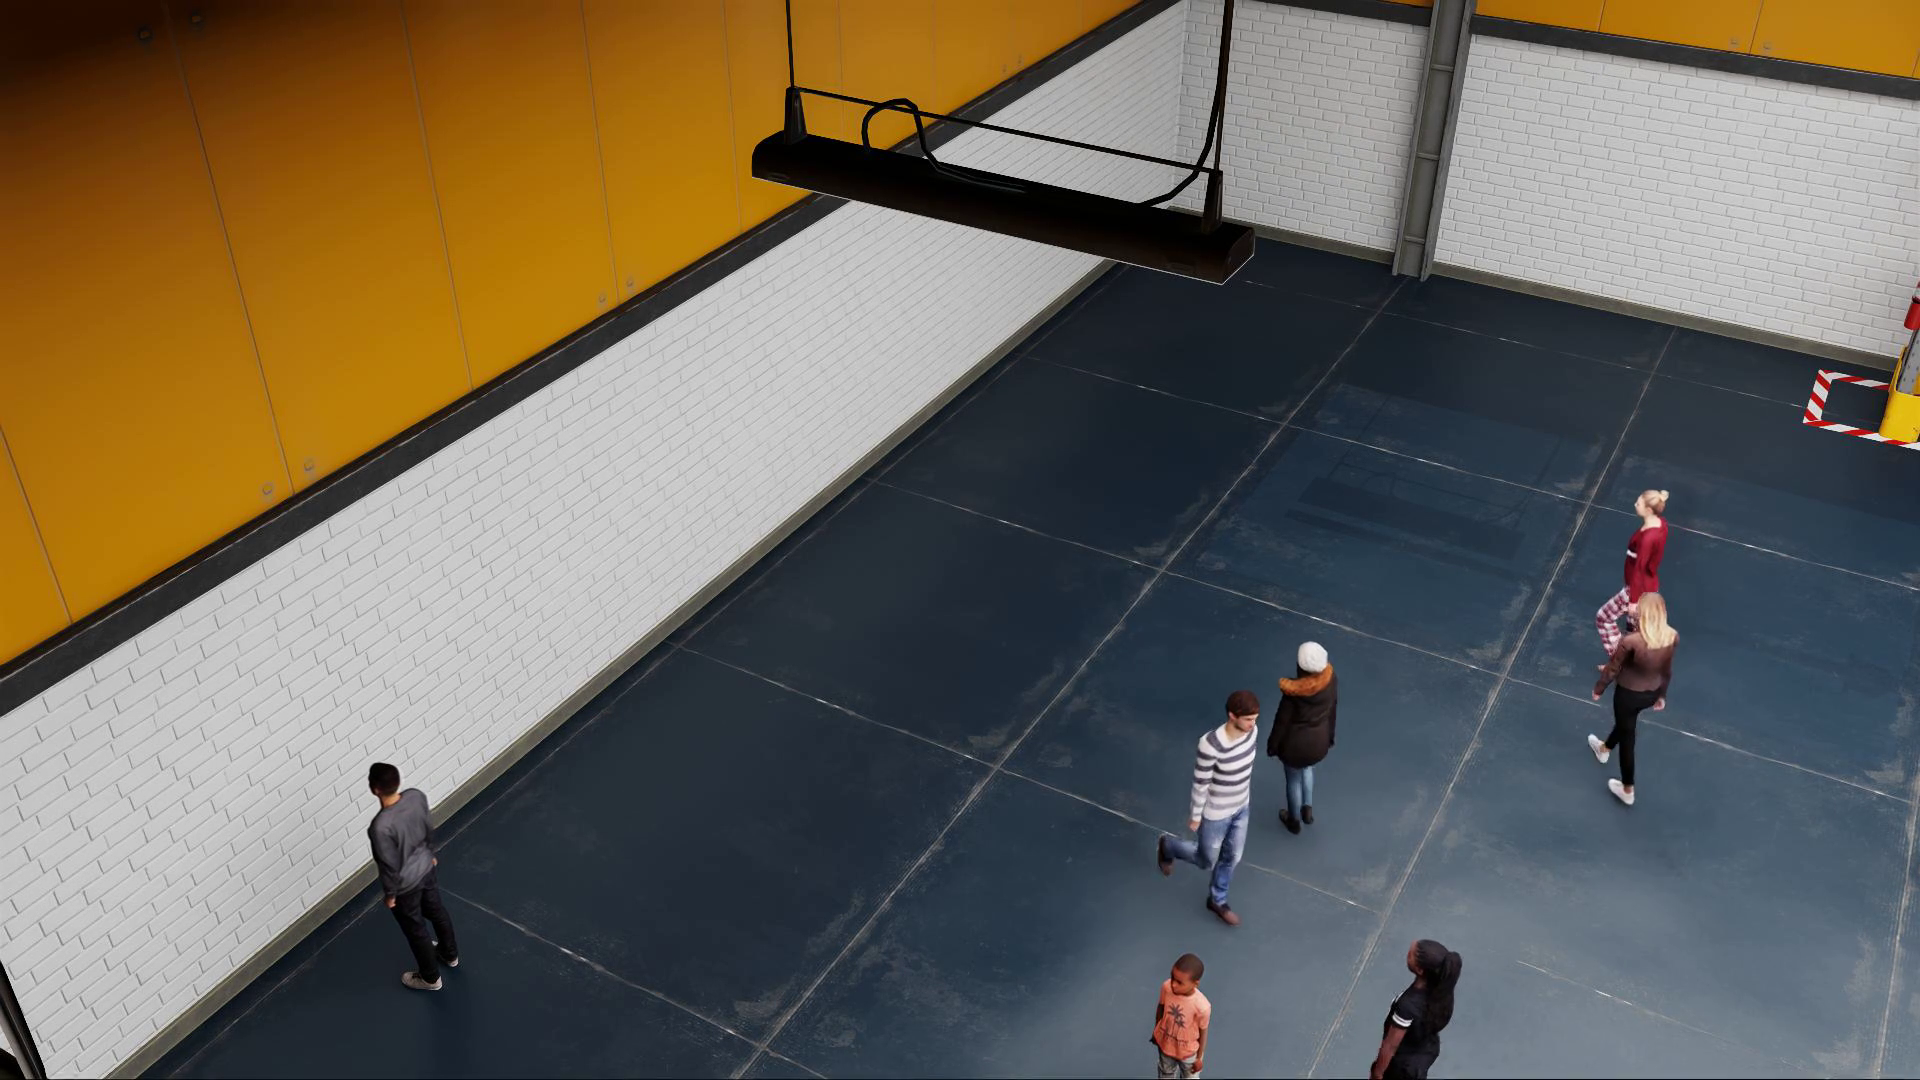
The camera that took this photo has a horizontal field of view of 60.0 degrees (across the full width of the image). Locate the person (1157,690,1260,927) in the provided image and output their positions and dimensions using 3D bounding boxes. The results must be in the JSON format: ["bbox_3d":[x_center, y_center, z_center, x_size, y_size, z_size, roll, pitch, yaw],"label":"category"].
[{"bbox_3d":[1.642,1.678,10.845,0.904,1.825,1.079,-20,39,-27],"label":"person"}]

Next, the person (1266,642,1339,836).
[{"bbox_3d":[2.404,1.404,11.435,0.760,1.628,0.796,-13,36,-19],"label":"person"}]

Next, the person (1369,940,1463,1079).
[{"bbox_3d":[2.535,2.897,9.129,1.196,1.695,0.810,26,41,33],"label":"person"}]

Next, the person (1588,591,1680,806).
[{"bbox_3d":[4.816,1.164,11.756,0.958,1.672,1.020,-9,35,-14],"label":"person"}]

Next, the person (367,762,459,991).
[{"bbox_3d":[-3.413,2.073,10.309,0.571,1.760,0.650,12,36,18],"label":"person"}]

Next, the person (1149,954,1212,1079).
[{"bbox_3d":[1.267,2.861,9.530,0.460,1.310,0.592,27,42,34],"label":"person"}]

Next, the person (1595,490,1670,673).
[{"bbox_3d":[5.322,0.382,12.926,0.716,1.680,0.652,20,39,28],"label":"person"}]
